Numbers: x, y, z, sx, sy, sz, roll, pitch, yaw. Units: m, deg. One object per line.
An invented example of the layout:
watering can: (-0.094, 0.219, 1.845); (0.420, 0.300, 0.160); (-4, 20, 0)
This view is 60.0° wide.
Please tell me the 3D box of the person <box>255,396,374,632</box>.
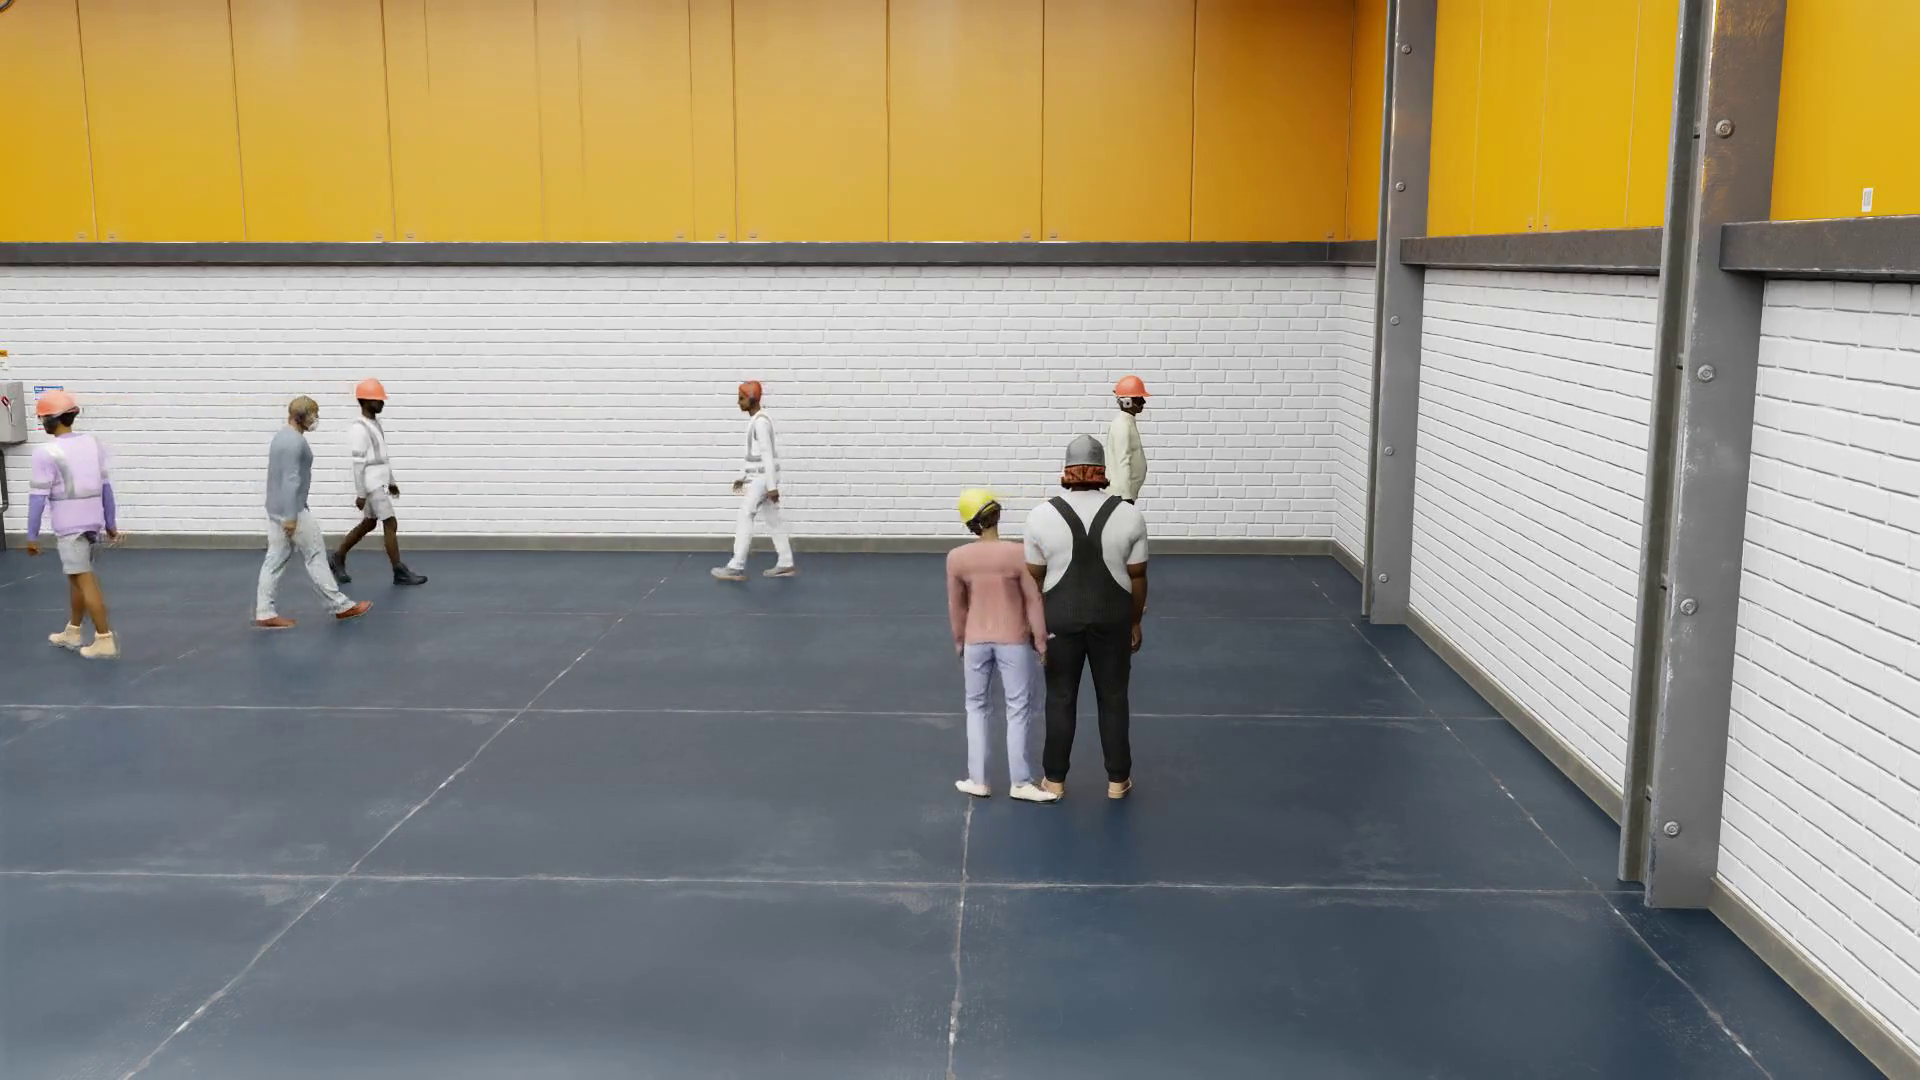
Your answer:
person: (-5.262, -0.212, 13.386); (0.982, 1.870, 0.687); (-6, 11, -32)

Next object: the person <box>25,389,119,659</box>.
person: (-6.683, -0.113, 12.391); (0.899, 2.003, 0.632); (3, 10, 17)

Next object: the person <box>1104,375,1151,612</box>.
person: (1.406, -0.392, 14.067); (0.383, 1.996, 0.609); (1, 10, 5)

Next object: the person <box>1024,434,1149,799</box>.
person: (0.689, 0.416, 9.203); (0.679, 2.000, 0.537); (0, 10, 2)

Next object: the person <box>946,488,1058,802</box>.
person: (0.255, 0.583, 9.170); (0.678, 1.728, 0.297); (3, 10, 19)

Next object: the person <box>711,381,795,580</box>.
person: (-1.950, -0.542, 15.400); (0.886, 1.839, 0.583); (-1, 10, -6)

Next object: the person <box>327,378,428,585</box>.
person: (-5.386, -0.522, 15.096); (0.926, 1.909, 0.542); (-1, 10, -7)
